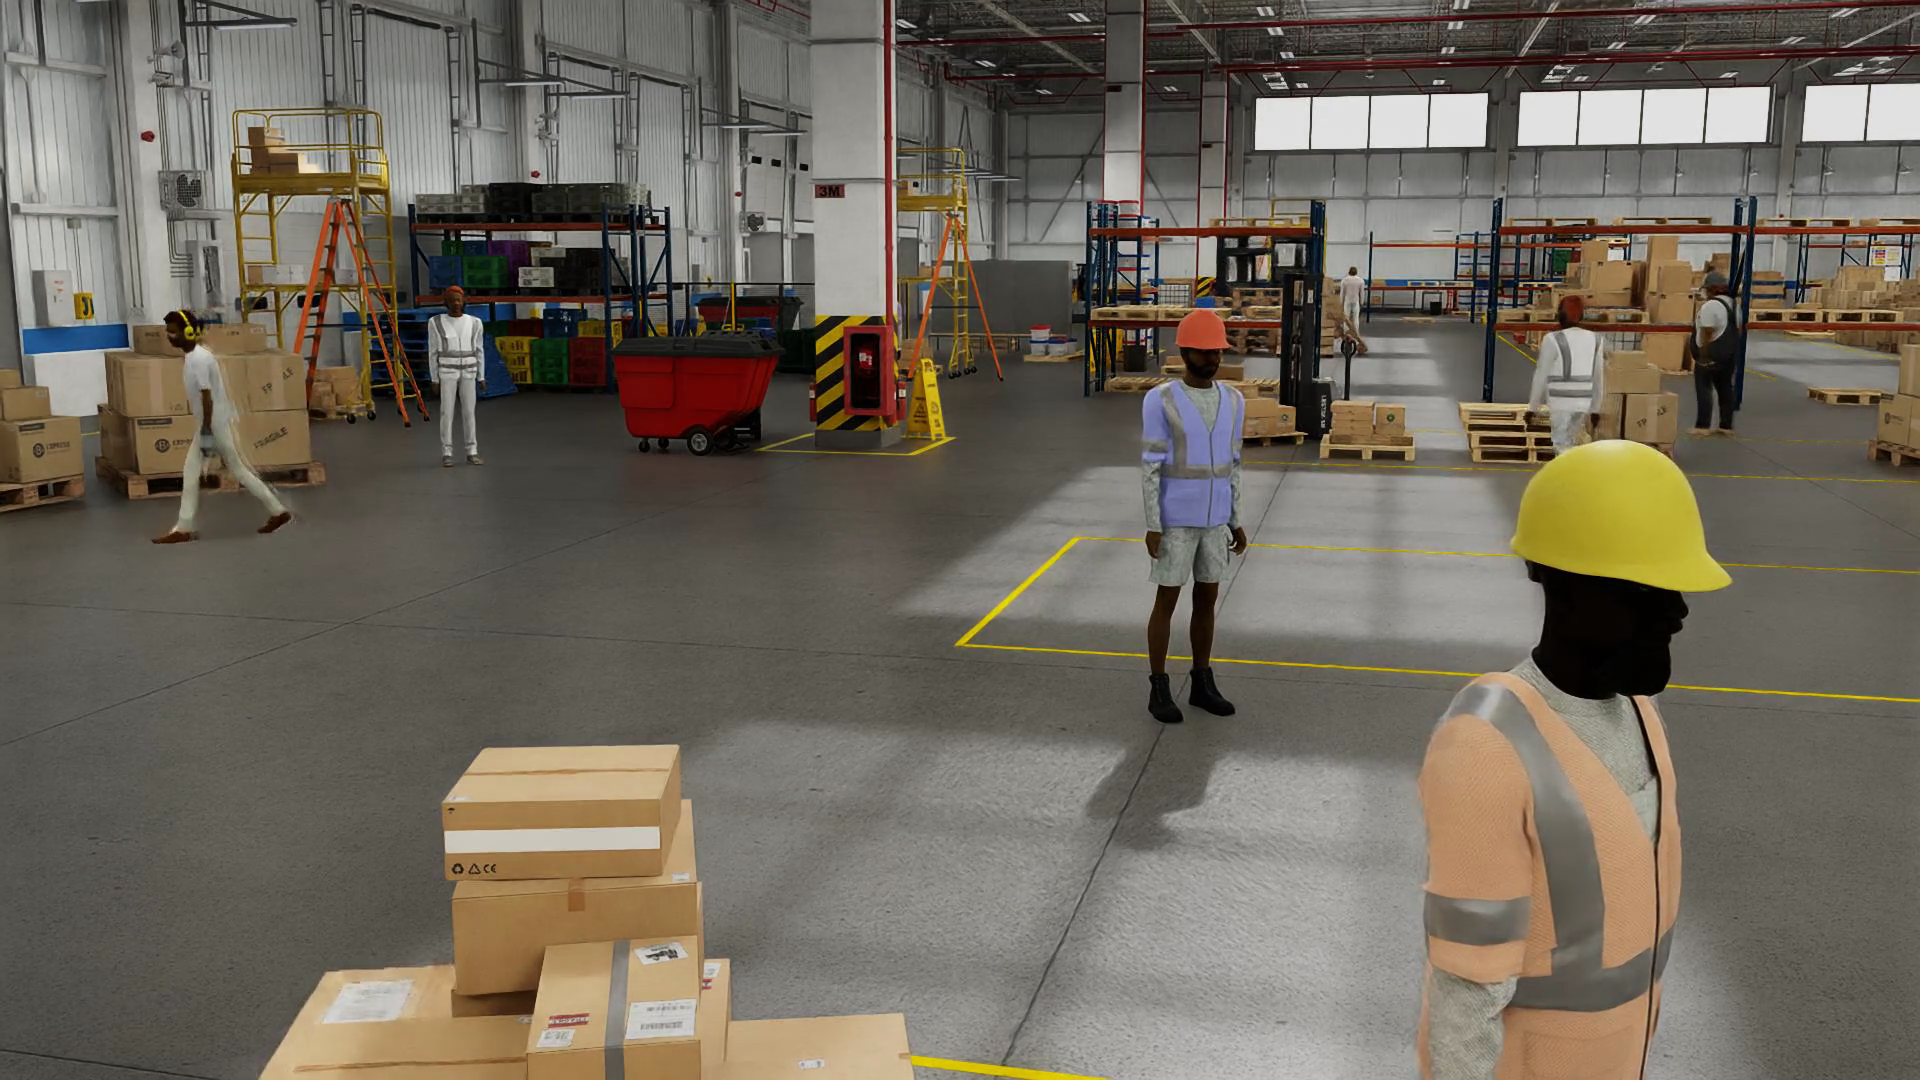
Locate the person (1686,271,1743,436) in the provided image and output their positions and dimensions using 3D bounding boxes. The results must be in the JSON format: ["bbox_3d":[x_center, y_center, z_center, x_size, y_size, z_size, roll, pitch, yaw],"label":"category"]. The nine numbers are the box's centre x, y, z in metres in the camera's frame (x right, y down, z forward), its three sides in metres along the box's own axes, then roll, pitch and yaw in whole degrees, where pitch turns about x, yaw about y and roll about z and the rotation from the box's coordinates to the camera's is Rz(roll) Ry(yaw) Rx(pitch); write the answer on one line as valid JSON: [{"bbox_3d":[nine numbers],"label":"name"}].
[{"bbox_3d":[9.223,-2.294,20.378,0.694,2.000,0.539,-6,11,-30],"label":"person"}]

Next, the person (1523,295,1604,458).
[{"bbox_3d":[5.044,-1.107,13.939,0.598,1.859,0.619,-4,10,-21],"label":"person"}]

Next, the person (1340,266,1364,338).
[{"bbox_3d":[10.579,-6.406,44.891,0.638,1.937,0.357,2,10,11],"label":"person"}]

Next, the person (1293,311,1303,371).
[{"bbox_3d":[6.617,-4.102,31.932,0.325,1.736,0.487,6,11,32],"label":"person"}]

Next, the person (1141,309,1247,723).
[{"bbox_3d":[1.113,-0.112,7.835,0.543,1.939,0.360,-4,11,-24],"label":"person"}]

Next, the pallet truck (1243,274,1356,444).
[{"bbox_3d":[3.653,-2.138,19.590,1.885,1.965,0.823,-4,10,-20],"label":"pallet truck"}]

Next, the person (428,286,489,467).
[{"bbox_3d":[-5.233,-1.696,17.360,0.620,1.877,0.361,-6,11,-32],"label":"person"}]

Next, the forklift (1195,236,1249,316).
[{"bbox_3d":[7.292,-6.862,44.808,1.129,2.768,1.873,-6,11,-32],"label":"forklift"}]

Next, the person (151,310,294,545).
[{"bbox_3d":[-5.694,-0.876,12.804,1.027,1.795,0.532,-8,12,-39],"label":"person"}]

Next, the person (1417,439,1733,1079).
[{"bbox_3d":[0.881,0.807,2.455,0.382,1.924,0.594,8,13,40],"label":"person"}]

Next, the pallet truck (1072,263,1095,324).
[{"bbox_3d":[4.325,-8.180,55.162,0.823,1.965,1.885,6,11,31],"label":"pallet truck"}]

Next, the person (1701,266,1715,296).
[{"bbox_3d":[22.840,-7.404,50.812,0.366,1.932,0.632,6,11,30],"label":"person"}]

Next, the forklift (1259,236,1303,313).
[{"bbox_3d":[9.645,-7.613,49.231,1.129,2.768,1.873,-1,10,-8],"label":"forklift"}]

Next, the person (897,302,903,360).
[{"bbox_3d":[-1.080,-2.668,22.913,0.585,1.928,0.369,-4,10,-23],"label":"person"}]
